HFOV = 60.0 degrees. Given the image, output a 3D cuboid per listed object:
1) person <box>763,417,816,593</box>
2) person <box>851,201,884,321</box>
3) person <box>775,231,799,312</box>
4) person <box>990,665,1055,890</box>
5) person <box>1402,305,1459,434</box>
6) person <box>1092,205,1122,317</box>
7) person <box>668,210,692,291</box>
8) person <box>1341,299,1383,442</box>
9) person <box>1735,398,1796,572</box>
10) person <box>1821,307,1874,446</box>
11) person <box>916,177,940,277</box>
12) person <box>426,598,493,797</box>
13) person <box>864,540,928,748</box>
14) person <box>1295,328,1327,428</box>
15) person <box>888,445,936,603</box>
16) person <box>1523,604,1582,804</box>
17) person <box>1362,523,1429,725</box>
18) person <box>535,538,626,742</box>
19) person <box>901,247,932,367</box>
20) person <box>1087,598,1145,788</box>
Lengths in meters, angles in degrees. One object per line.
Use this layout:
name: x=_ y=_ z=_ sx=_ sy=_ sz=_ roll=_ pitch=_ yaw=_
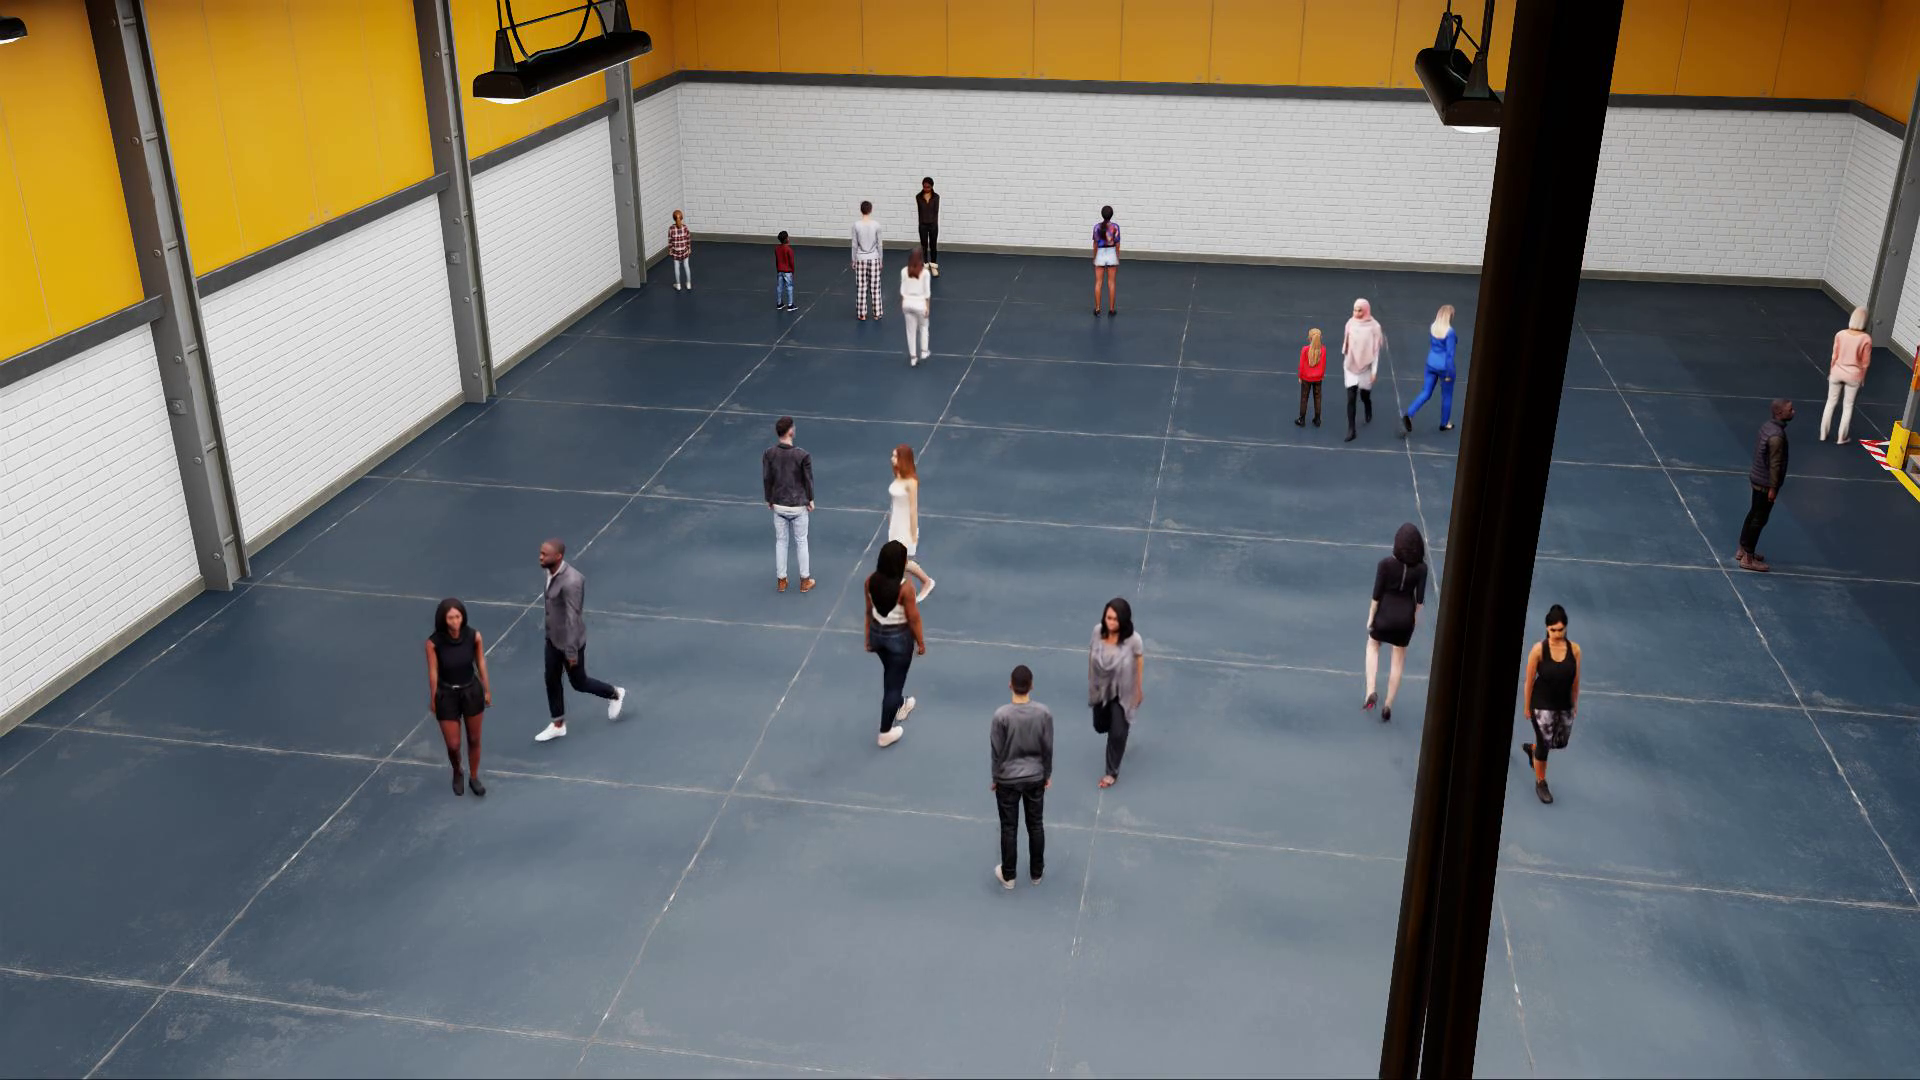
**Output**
person: x=-1.703 y=-0.348 z=16.635 sx=0.657 sy=1.835 sz=0.527 roll=3 pitch=24 yaw=7
person: x=-1.430 y=-4.319 z=25.703 sx=0.687 sy=1.847 sz=0.627 roll=-2 pitch=24 yaw=-5
person: x=-2.777 y=-4.270 z=26.333 sx=0.558 sy=1.253 sz=0.575 roll=13 pitch=27 yaw=28
person: x=0.437 y=1.711 z=12.018 sx=0.686 sy=1.760 sz=0.649 roll=-5 pitch=24 yaw=-10
person: x=5.946 y=-2.117 z=20.880 sx=1.103 sy=1.675 sz=1.061 roll=-14 pitch=27 yaw=-29
person: x=2.277 y=-4.364 z=25.936 sx=0.597 sy=1.743 sz=0.520 roll=3 pitch=24 yaw=6
person: x=-4.629 y=-4.805 z=27.492 sx=0.611 sy=1.305 sz=0.644 roll=-9 pitch=25 yaw=-19
person: x=5.022 y=-2.145 z=20.815 sx=0.834 sy=1.779 sz=1.107 roll=12 pitch=26 yaw=25
person: x=8.340 y=-0.598 z=17.205 sx=0.774 sy=1.836 sz=0.518 roll=6 pitch=24 yaw=14
person: x=11.018 y=-2.048 z=20.663 sx=0.683 sy=1.724 sz=0.696 roll=20 pitch=31 yaw=38
person: x=-0.544 y=-5.361 z=28.319 sx=0.621 sy=1.661 sz=0.684 roll=1 pitch=24 yaw=1
person: x=-3.982 y=1.227 z=13.166 sx=0.725 sy=1.728 sz=0.773 roll=-13 pitch=27 yaw=-26
person: x=-0.624 y=0.887 z=13.868 sx=0.894 sy=1.788 sz=1.046 roll=16 pitch=28 yaw=32
person: x=4.510 y=-2.084 z=21.299 sx=0.530 sy=1.280 sz=0.539 roll=-2 pitch=24 yaw=-3
person: x=-0.459 y=-0.144 z=16.336 sx=0.803 sy=1.700 sz=0.762 roll=-9 pitch=25 yaw=-20
person: x=4.647 y=1.255 z=13.192 sx=0.736 sy=1.655 sz=0.863 roll=-4 pitch=24 yaw=-9
person: x=3.704 y=0.764 z=14.152 sx=0.607 sy=1.785 sz=0.589 roll=2 pitch=24 yaw=4
person: x=-3.238 y=0.822 z=14.010 sx=1.209 sy=1.794 sz=1.092 roll=-20 pitch=31 yaw=-38
person: x=-0.644 y=-3.294 z=23.580 sx=0.604 sy=1.669 sz=0.774 roll=3 pitch=24 yaw=8
person: x=1.285 y=1.178 z=13.448 sx=0.819 sy=1.591 sz=0.988 roll=14 pitch=27 yaw=29
